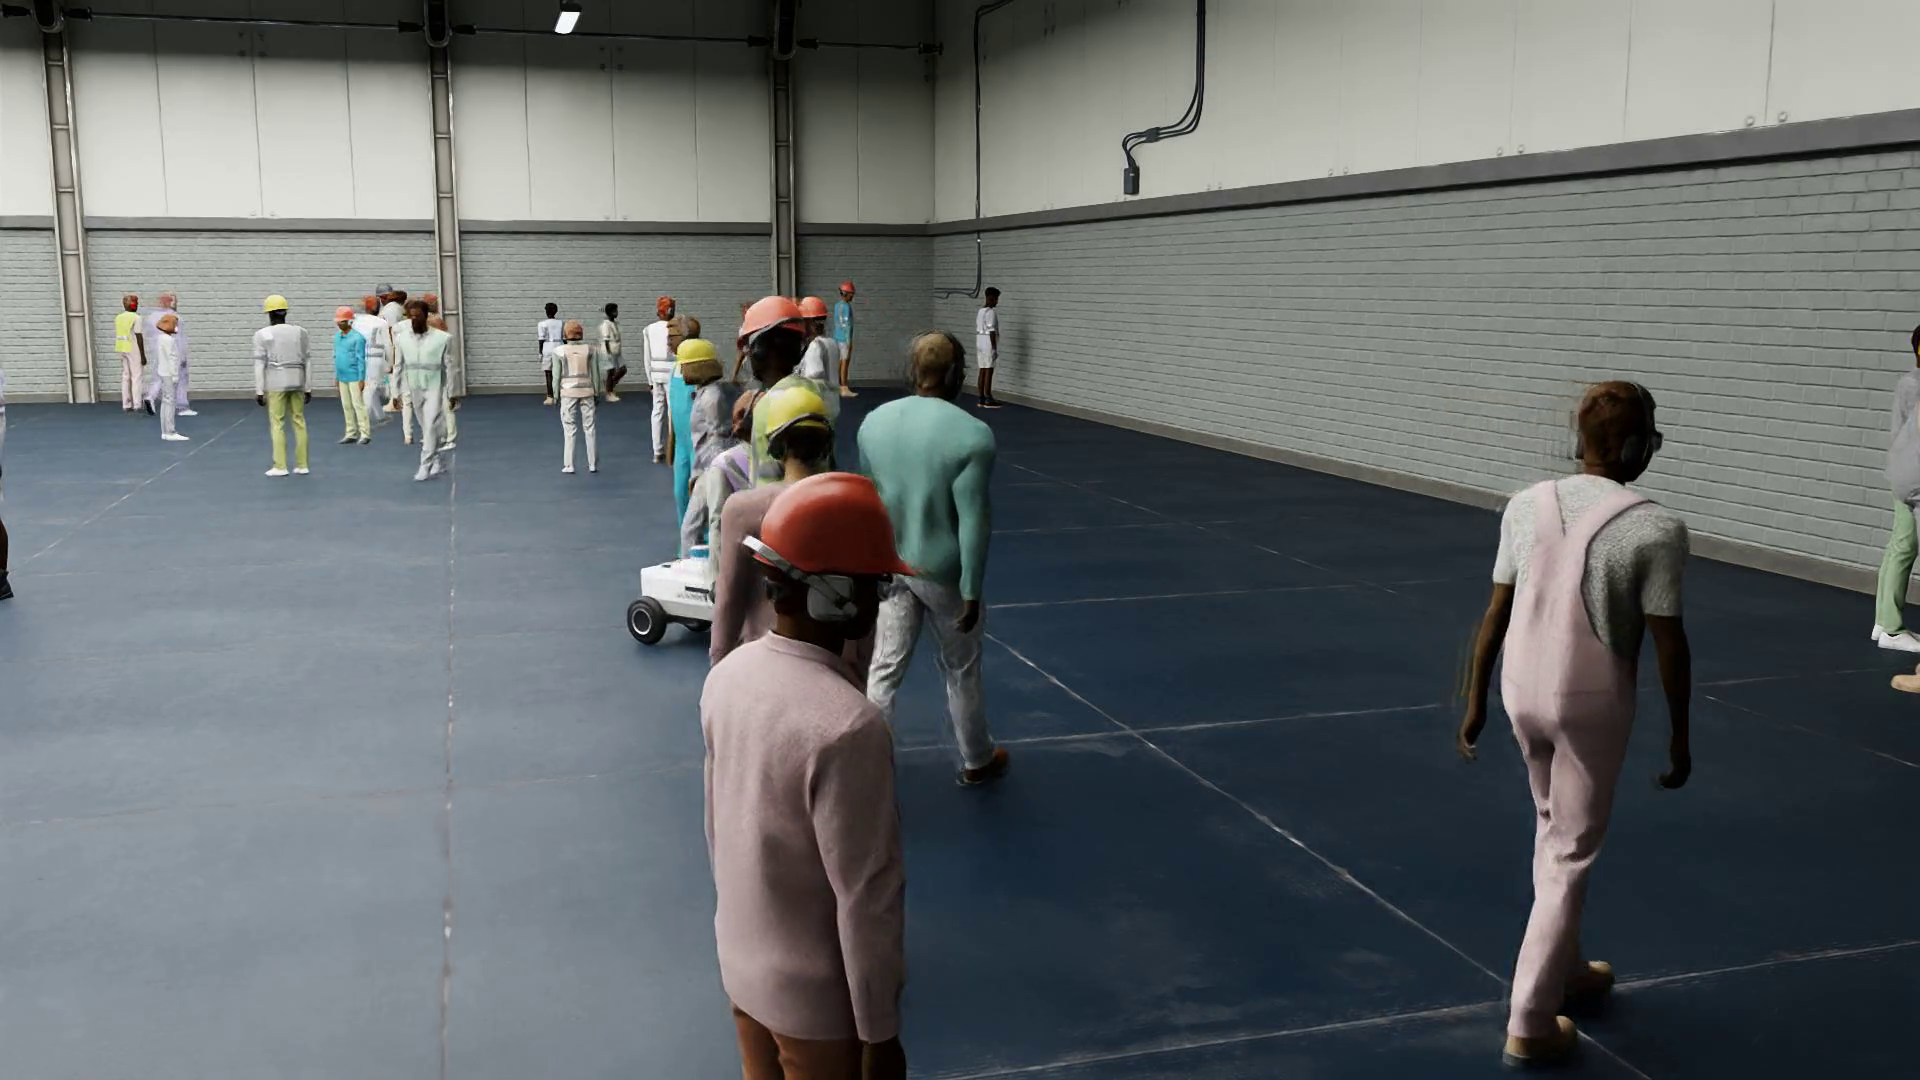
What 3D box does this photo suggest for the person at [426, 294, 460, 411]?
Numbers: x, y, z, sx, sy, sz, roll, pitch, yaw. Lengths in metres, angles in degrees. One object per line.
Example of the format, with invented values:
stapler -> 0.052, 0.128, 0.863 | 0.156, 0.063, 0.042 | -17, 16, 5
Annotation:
person -> -8.173, -2.899, 25.987 | 0.483, 1.871, 0.599 | -2, 9, -13

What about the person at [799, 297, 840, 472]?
person -> -1.188, -1.045, 13.811 | 0.368, 1.933, 0.552 | 2, 9, 13

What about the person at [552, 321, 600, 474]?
person -> -4.103, -1.524, 17.806 | 0.513, 1.640, 0.309 | -4, 10, -25

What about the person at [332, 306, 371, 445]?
person -> -7.680, -2.060, 20.907 | 0.573, 1.743, 0.372 | 6, 11, 35

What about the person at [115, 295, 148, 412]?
person -> -12.975, -2.908, 26.028 | 0.560, 1.837, 0.390 | 6, 11, 32

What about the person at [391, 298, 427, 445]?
person -> -6.863, -2.113, 20.933 | 0.504, 1.840, 0.345 | -2, 9, -10

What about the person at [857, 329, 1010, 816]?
person -> -0.134, 0.128, 6.502 | 0.645, 1.895, 1.013 | 5, 10, 28

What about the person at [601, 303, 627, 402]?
person -> -5.878, -3.177, 28.204 | 0.375, 1.680, 0.555 | 2, 9, 13

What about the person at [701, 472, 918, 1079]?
person -> -0.238, 0.750, 2.940 | 0.346, 1.746, 0.573 | -6, 10, -32

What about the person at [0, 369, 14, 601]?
person -> -6.388, -0.554, 10.671 | 0.549, 1.937, 0.358 | 2, 9, 15

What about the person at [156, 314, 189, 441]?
person -> -10.206, -2.102, 21.509 | 0.282, 1.632, 0.507 | -7, 11, -38

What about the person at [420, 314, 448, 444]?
person -> -6.649, -2.032, 21.031 | 0.306, 1.643, 0.523 | -9, 12, -43

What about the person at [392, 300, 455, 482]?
person -> -5.607, -1.576, 17.440 | 0.608, 1.870, 1.008 | 1, 9, 4

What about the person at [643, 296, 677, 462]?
person -> -3.305, -1.804, 18.811 | 0.574, 1.886, 0.356 | 5, 10, 30

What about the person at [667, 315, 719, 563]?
person -> -1.879, -0.664, 11.706 | 0.361, 1.834, 0.527 | -8, 12, -43

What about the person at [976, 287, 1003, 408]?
person -> 0.471, -3.127, 27.014 | 0.396, 1.959, 0.608 | -3, 9, -19

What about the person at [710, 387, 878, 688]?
person -> -0.486, 0.402, 5.200 | 0.564, 1.731, 0.609 | -4, 10, -24

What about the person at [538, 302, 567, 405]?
person -> -6.749, -3.087, 27.593 | 0.540, 1.696, 0.317 | -7, 11, -38

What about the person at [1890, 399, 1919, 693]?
person -> 4.968, -0.243, 8.357 | 0.683, 2.000, 0.536 | -8, 12, -41

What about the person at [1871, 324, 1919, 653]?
person -> 5.378, -0.309, 9.347 | 0.328, 1.865, 0.521 | 4, 10, 24

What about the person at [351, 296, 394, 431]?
person -> -8.086, -2.447, 23.031 | 0.577, 1.837, 0.977 | 3, 9, 18

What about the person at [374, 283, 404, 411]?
person -> -9.038, -3.046, 26.242 | 0.535, 2.000, 0.674 | -2, 9, -12

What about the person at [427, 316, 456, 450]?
person -> -6.360, -1.913, 20.307 | 0.497, 1.632, 0.289 | 4, 10, 25

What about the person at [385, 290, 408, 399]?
person -> -9.493, -3.284, 28.213 | 0.606, 1.896, 0.598 | 3, 9, 17

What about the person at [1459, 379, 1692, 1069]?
person -> 1.698, 0.476, 4.507 | 0.777, 1.809, 0.554 | -7, 11, -39

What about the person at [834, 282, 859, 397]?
person -> -2.014, -3.533, 29.367 | 0.404, 2.035, 0.609 | -4, 10, -22

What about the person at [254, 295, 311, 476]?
person -> -7.168, -1.630, 17.624 | 0.409, 1.916, 0.588 | 9, 12, 44

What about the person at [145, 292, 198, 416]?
person -> -11.951, -2.792, 25.116 | 0.651, 1.885, 0.704 | 3, 10, 20
